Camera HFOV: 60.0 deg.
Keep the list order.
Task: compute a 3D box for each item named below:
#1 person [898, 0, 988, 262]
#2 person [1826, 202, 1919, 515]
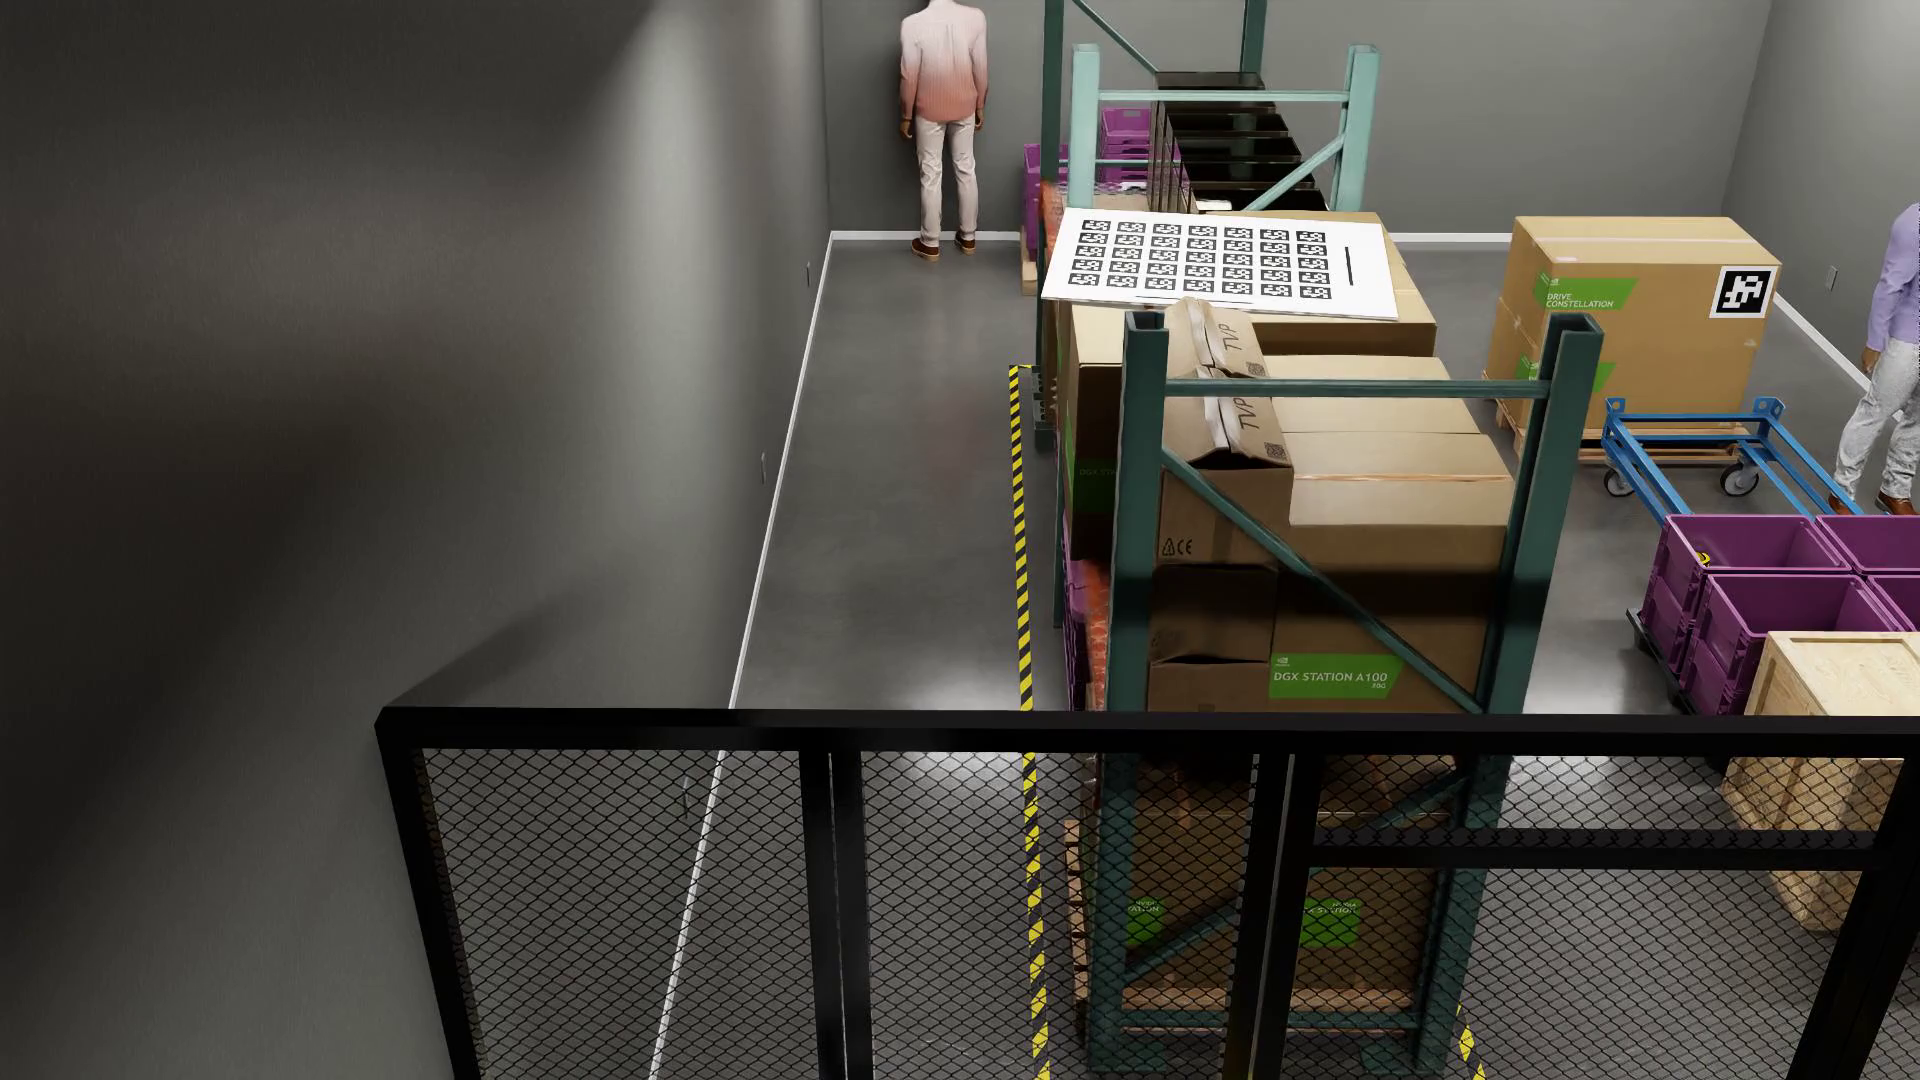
[{"bbox_3d":[-0.114,-2.813,10.832,0.611,1.996,0.378,-12,33,-19],"label":"person"},{"bbox_3d":[4.536,-0.938,7.773,0.633,1.938,0.356,-1,31,-1],"label":"person"}]
